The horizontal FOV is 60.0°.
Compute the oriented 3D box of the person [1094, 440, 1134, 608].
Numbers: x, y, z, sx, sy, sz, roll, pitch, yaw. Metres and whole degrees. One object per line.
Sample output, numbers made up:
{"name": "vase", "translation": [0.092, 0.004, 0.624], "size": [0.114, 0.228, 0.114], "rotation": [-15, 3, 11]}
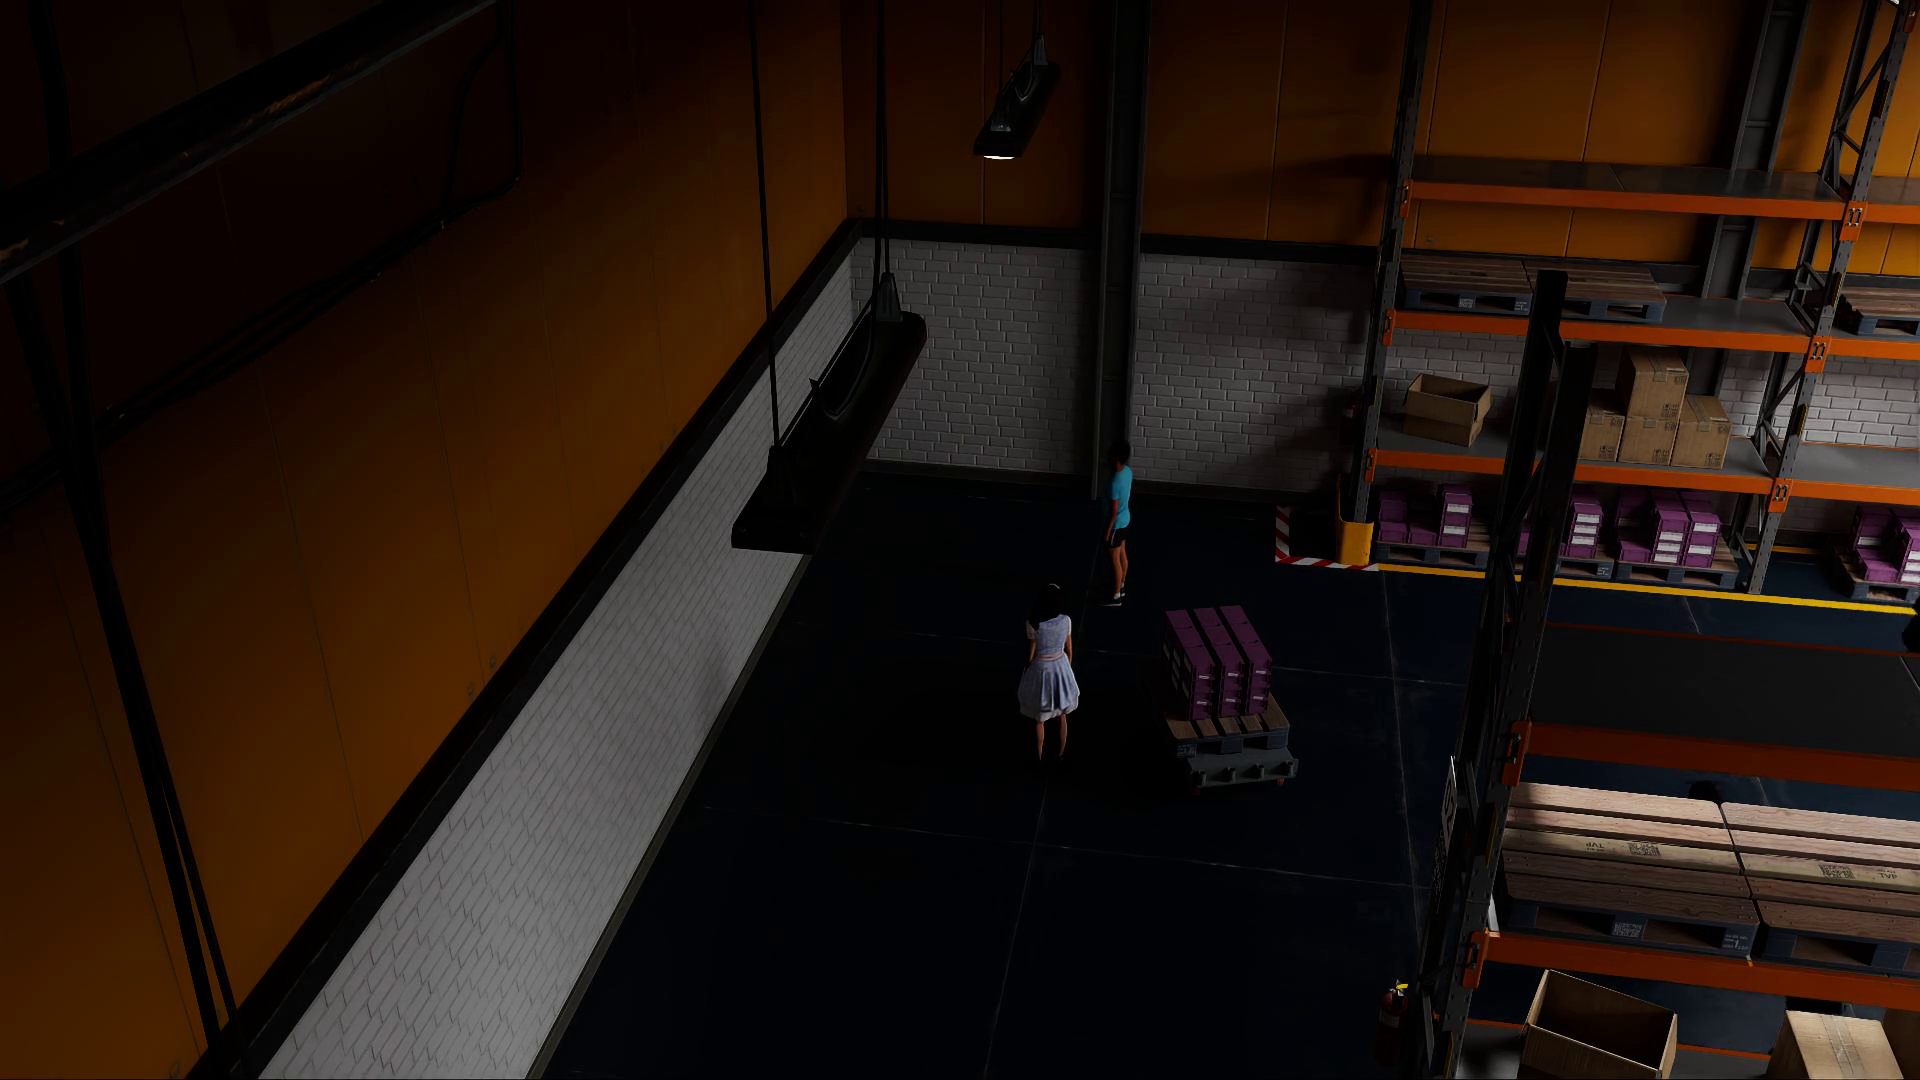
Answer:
{"name": "person", "translation": [1.555, -0.175, 16.471], "size": [0.582, 1.777, 0.658], "rotation": [10, 30, 18]}

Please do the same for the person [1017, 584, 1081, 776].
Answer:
{"name": "person", "translation": [0.744, 1.173, 13.957], "size": [0.782, 1.818, 0.866], "rotation": [-5, 29, -9]}

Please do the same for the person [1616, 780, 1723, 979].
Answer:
{"name": "person", "translation": [5.230, 2.433, 11.776], "size": [0.905, 1.695, 0.686], "rotation": [2, 29, 3]}
